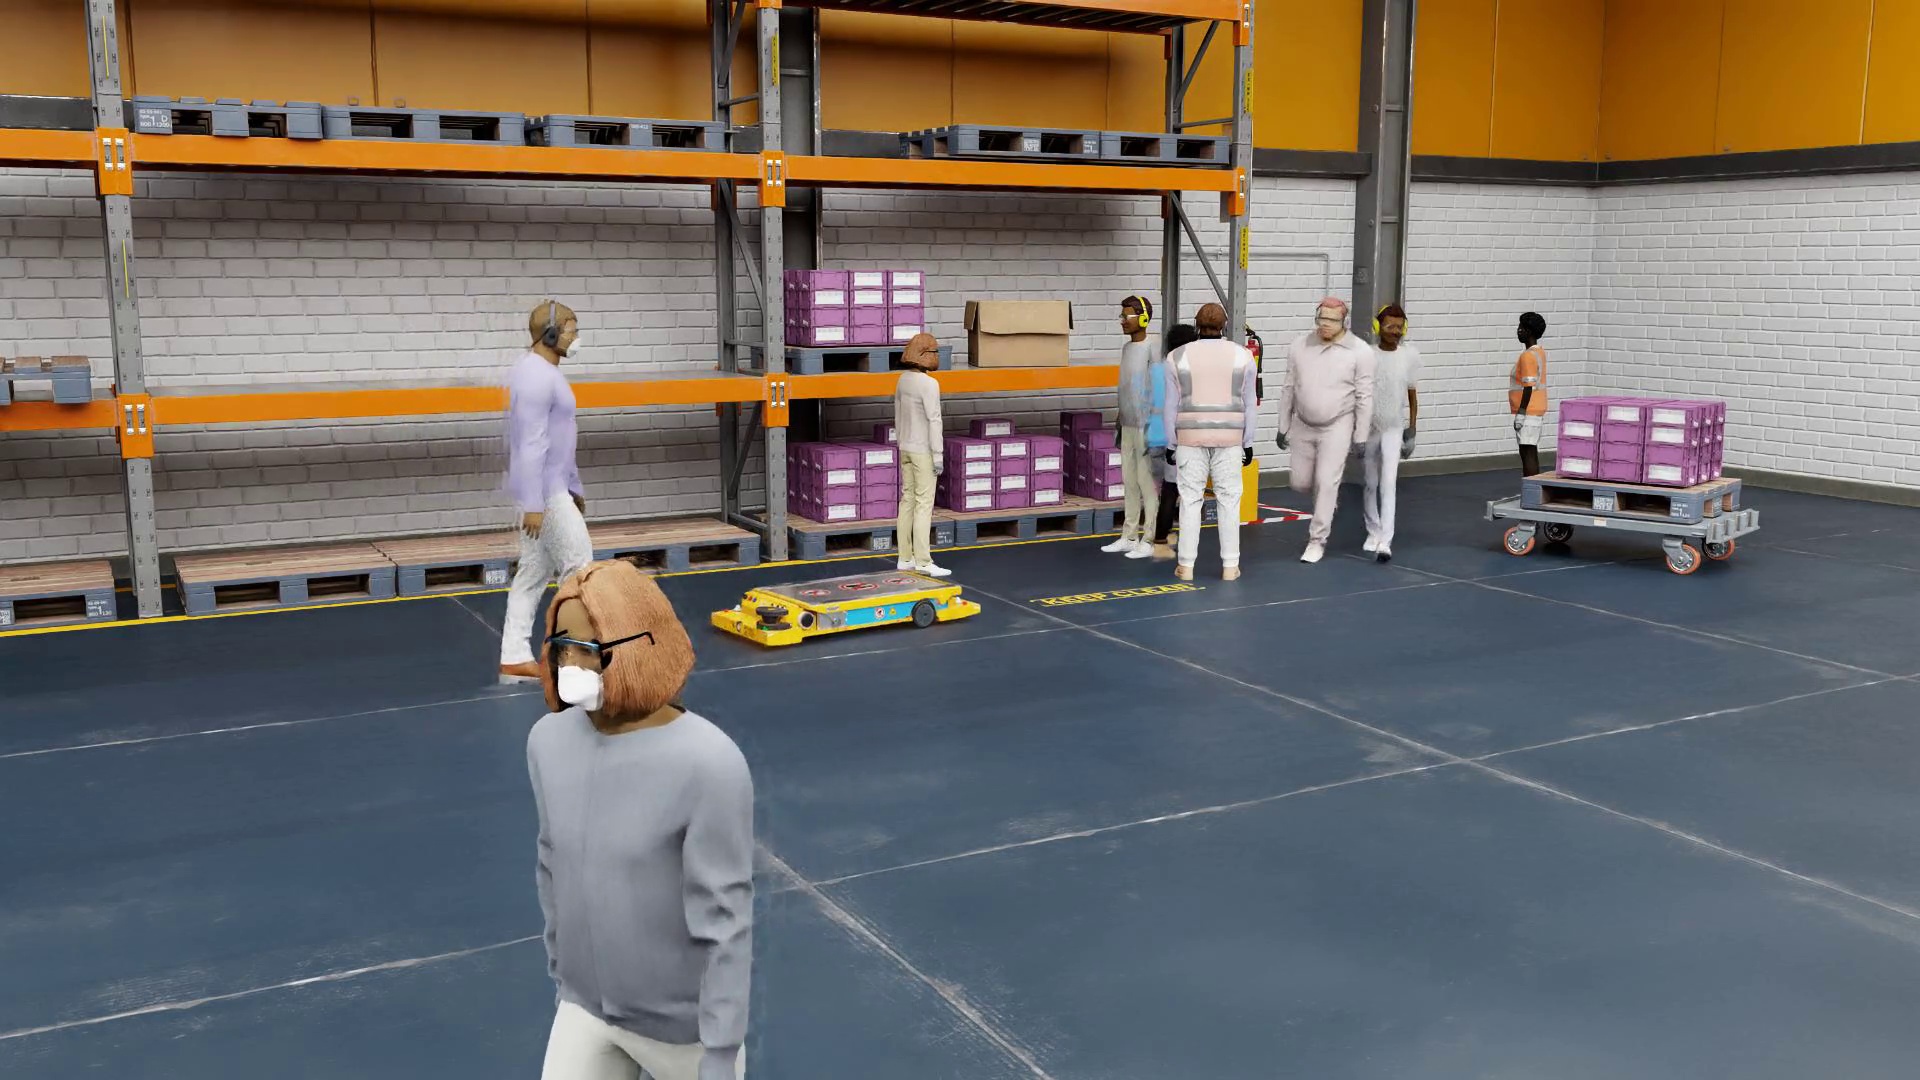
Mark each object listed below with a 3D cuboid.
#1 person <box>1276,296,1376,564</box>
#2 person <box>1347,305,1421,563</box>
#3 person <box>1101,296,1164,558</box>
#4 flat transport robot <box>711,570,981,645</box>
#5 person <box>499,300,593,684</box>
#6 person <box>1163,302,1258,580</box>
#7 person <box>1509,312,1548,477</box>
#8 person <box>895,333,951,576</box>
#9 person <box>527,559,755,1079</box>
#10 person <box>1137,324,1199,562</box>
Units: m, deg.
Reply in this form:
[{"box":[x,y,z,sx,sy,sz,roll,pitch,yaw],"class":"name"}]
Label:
[{"box":[2.603,-0.793,11.811,0.700,1.872,0.688,6,11,33],"class":"person"},{"box":[2.986,-0.759,11.811,0.525,1.805,1.026,2,10,14],"class":"person"},{"box":[1.256,-0.806,11.908,0.328,1.872,0.515,-5,10,-27],"class":"person"},{"box":[-0.646,0.371,9.598,1.431,0.197,0.652,-7,11,-35],"class":"flat transport robot"},{"box":[-1.922,-0.219,8.212,0.831,1.904,0.655,-2,9,-11],"class":"person"},{"box":[1.648,-0.645,11.015,0.627,1.844,0.429,1,9,4],"class":"person"},{"box":[4.811,-1.081,14.112,0.318,1.697,0.535,4,10,25],"class":"person"},{"box":[-0.263,-0.573,11.205,0.264,1.632,0.507,-6,11,-31],"class":"person"},{"box":[-0.525,0.810,2.893,0.515,1.592,0.841,5,11,29],"class":"person"},{"box":[1.571,-0.694,11.817,0.531,1.666,0.698,9,13,43],"class":"person"}]
